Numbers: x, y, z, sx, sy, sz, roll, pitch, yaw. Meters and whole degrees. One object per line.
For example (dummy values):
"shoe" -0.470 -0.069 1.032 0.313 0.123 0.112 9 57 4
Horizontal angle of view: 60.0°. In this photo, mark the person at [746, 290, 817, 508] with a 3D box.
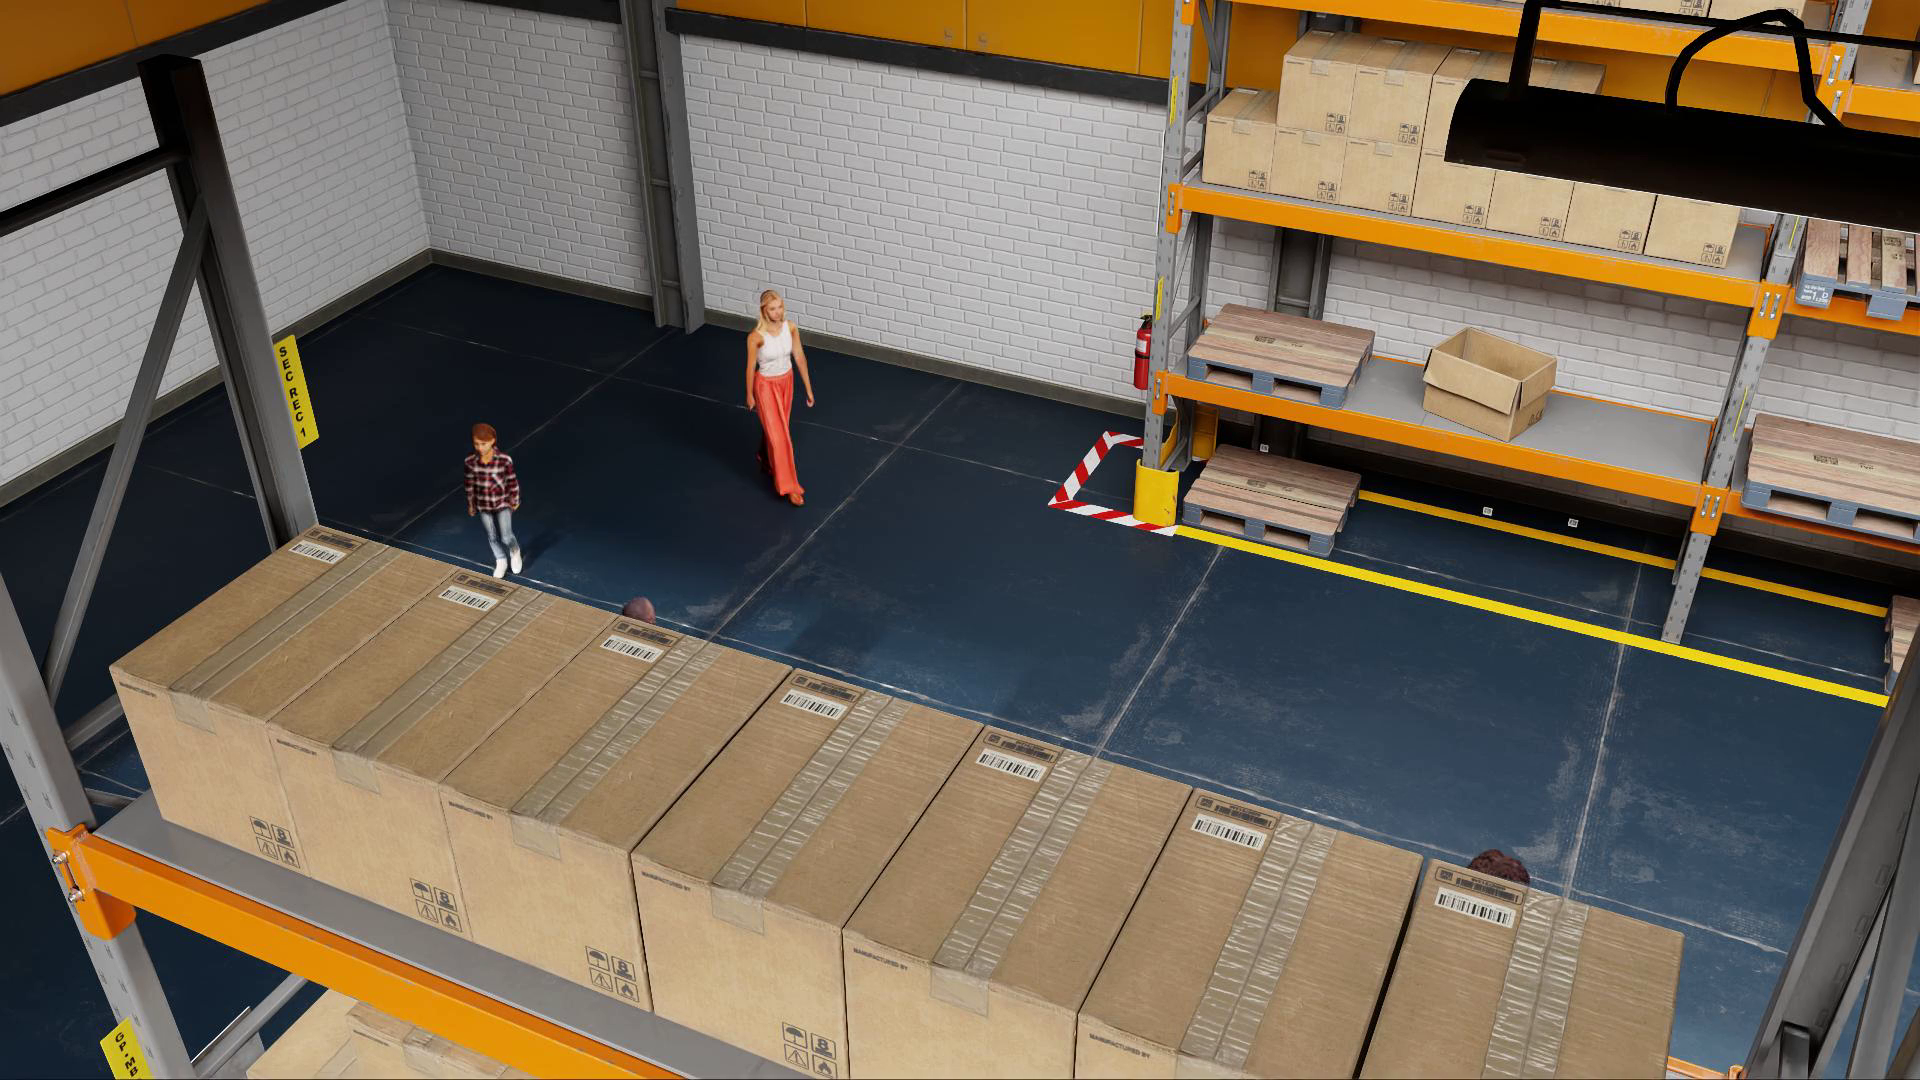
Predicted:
"person" -1.541 -1.220 13.337 0.924 1.769 1.153 -26 42 -34

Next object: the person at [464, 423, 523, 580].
"person" -3.470 -0.326 12.419 0.562 1.296 0.665 1 34 2
